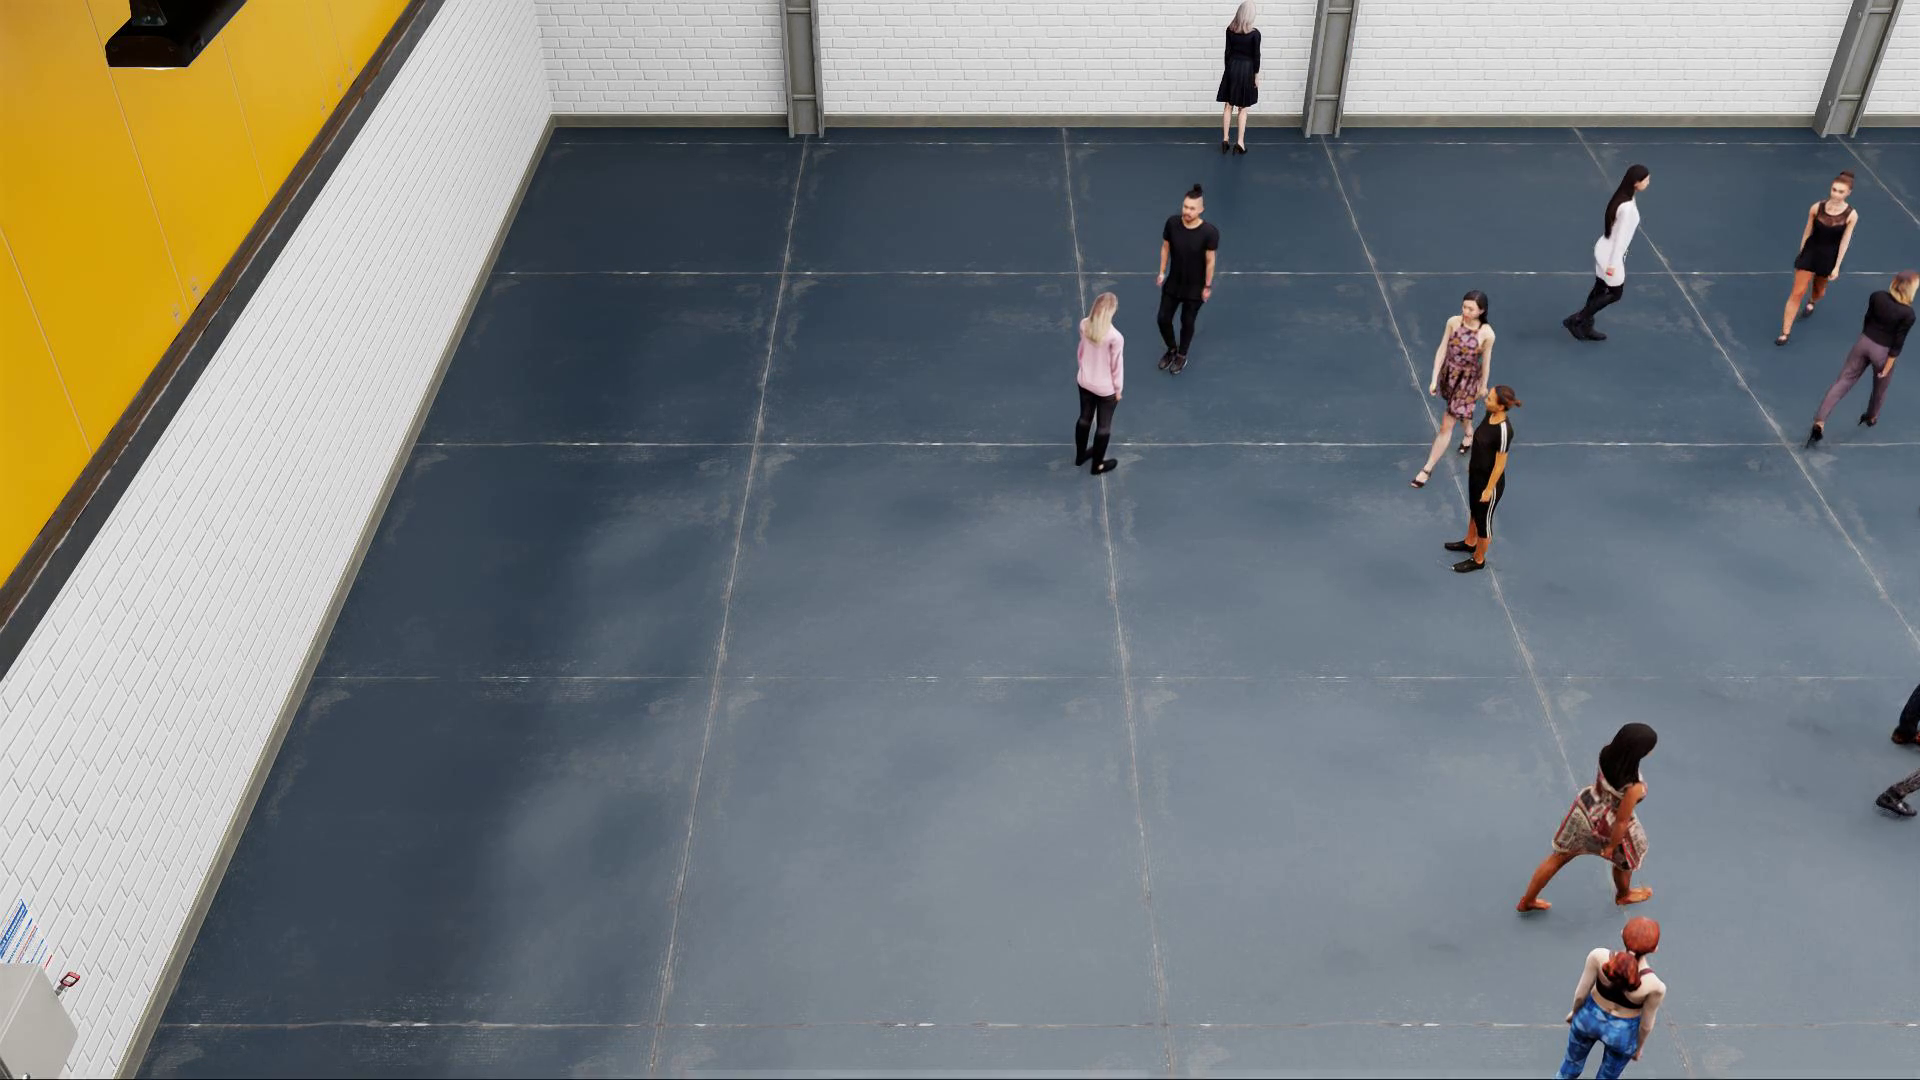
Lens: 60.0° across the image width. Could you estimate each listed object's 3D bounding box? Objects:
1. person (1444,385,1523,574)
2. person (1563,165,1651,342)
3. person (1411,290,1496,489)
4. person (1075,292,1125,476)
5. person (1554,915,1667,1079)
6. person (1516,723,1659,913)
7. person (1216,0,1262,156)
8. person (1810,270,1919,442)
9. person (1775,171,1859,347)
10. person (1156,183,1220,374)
[{"bbox_3d":[4.038,-0.487,12.740,0.480,1.668,0.571,0,39,0],"label":"person"},{"bbox_3d":[5.895,-2.626,15.314,0.725,1.797,0.655,8,39,10],"label":"person"},{"bbox_3d":[4.158,-1.306,13.732,1.151,1.708,1.200,31,48,32],"label":"person"},{"bbox_3d":[1.133,-1.292,13.733,0.743,1.686,0.685,-31,48,-33],"label":"person"},{"bbox_3d":[3.403,2.599,8.779,0.685,1.788,0.751,26,46,29],"label":"person"},{"bbox_3d":[3.787,1.718,10.034,1.169,1.599,0.804,-8,39,-10],"label":"person"},{"bbox_3d":[3.118,-5.152,18.518,0.668,1.746,0.761,21,43,24],"label":"person"},{"bbox_3d":[7.640,-1.516,14.061,1.115,1.627,0.951,-22,44,-25],"label":"person"},{"bbox_3d":[8.026,-2.648,15.463,1.084,1.645,1.020,21,43,25],"label":"person"},{"bbox_3d":[2.061,-2.374,14.950,0.745,1.858,0.862,20,43,23],"label":"person"}]
